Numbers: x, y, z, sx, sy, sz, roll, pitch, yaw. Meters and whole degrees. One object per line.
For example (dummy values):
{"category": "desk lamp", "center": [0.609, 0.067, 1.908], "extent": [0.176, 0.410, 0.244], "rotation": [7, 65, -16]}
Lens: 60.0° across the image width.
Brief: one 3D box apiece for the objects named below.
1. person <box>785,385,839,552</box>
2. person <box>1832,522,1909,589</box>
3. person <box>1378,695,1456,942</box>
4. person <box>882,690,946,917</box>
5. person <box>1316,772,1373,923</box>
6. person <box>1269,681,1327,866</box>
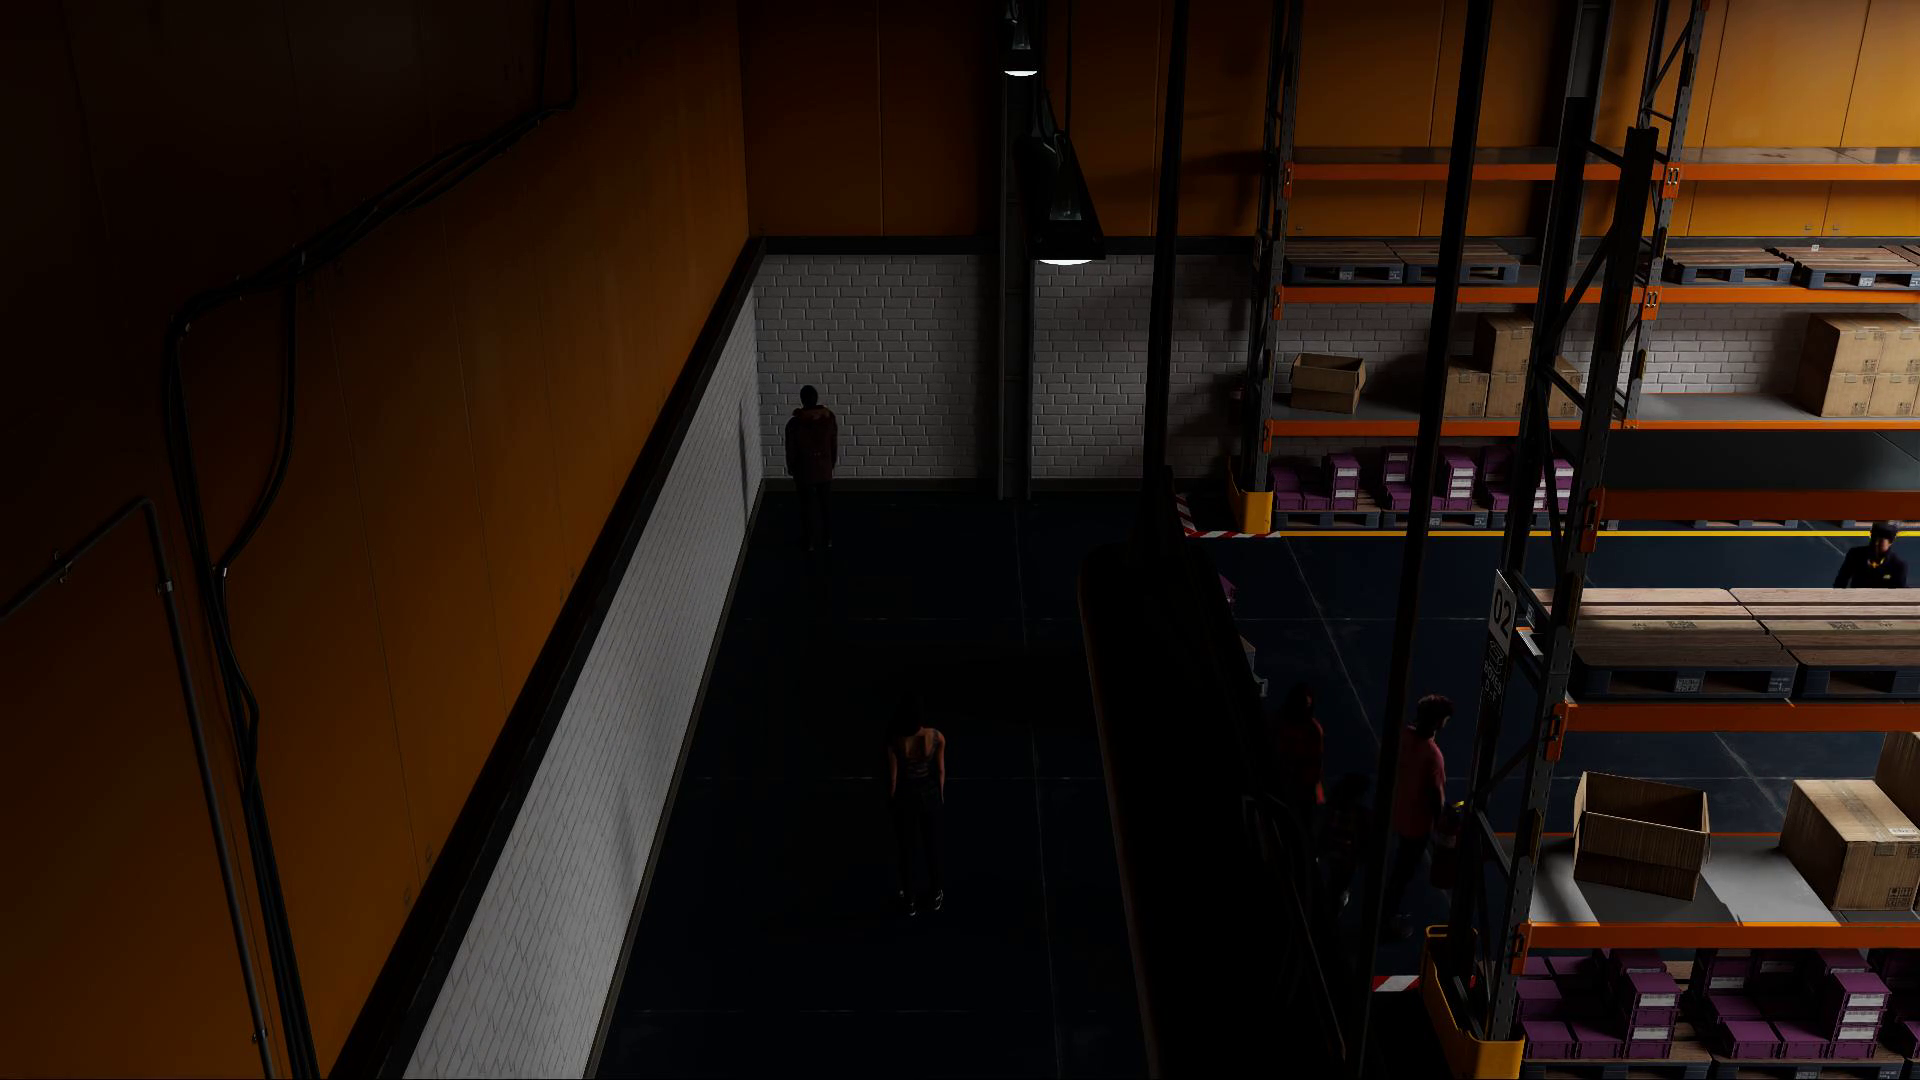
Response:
{"category": "person", "center": [-1.587, -0.787, 17.969], "extent": [0.791, 1.847, 0.924], "rotation": [-10, 26, -22]}
{"category": "person", "center": [8.228, 0.616, 15.032], "extent": [1.179, 1.628, 1.091], "rotation": [-19, 30, -36]}
{"category": "person", "center": [3.041, 1.960, 11.563], "extent": [0.779, 1.945, 0.765], "rotation": [-10, 25, -21]}
{"category": "person", "center": [-0.311, 1.887, 11.949], "extent": [0.543, 1.769, 0.707], "rotation": [-5, 24, -11]}
{"category": "person", "center": [2.696, 2.240, 11.752], "extent": [0.887, 1.279, 0.882], "rotation": [14, 27, 29]}
{"category": "person", "center": [2.496, 1.778, 12.291], "extent": [0.861, 1.695, 0.831], "rotation": [-12, 26, -25]}
